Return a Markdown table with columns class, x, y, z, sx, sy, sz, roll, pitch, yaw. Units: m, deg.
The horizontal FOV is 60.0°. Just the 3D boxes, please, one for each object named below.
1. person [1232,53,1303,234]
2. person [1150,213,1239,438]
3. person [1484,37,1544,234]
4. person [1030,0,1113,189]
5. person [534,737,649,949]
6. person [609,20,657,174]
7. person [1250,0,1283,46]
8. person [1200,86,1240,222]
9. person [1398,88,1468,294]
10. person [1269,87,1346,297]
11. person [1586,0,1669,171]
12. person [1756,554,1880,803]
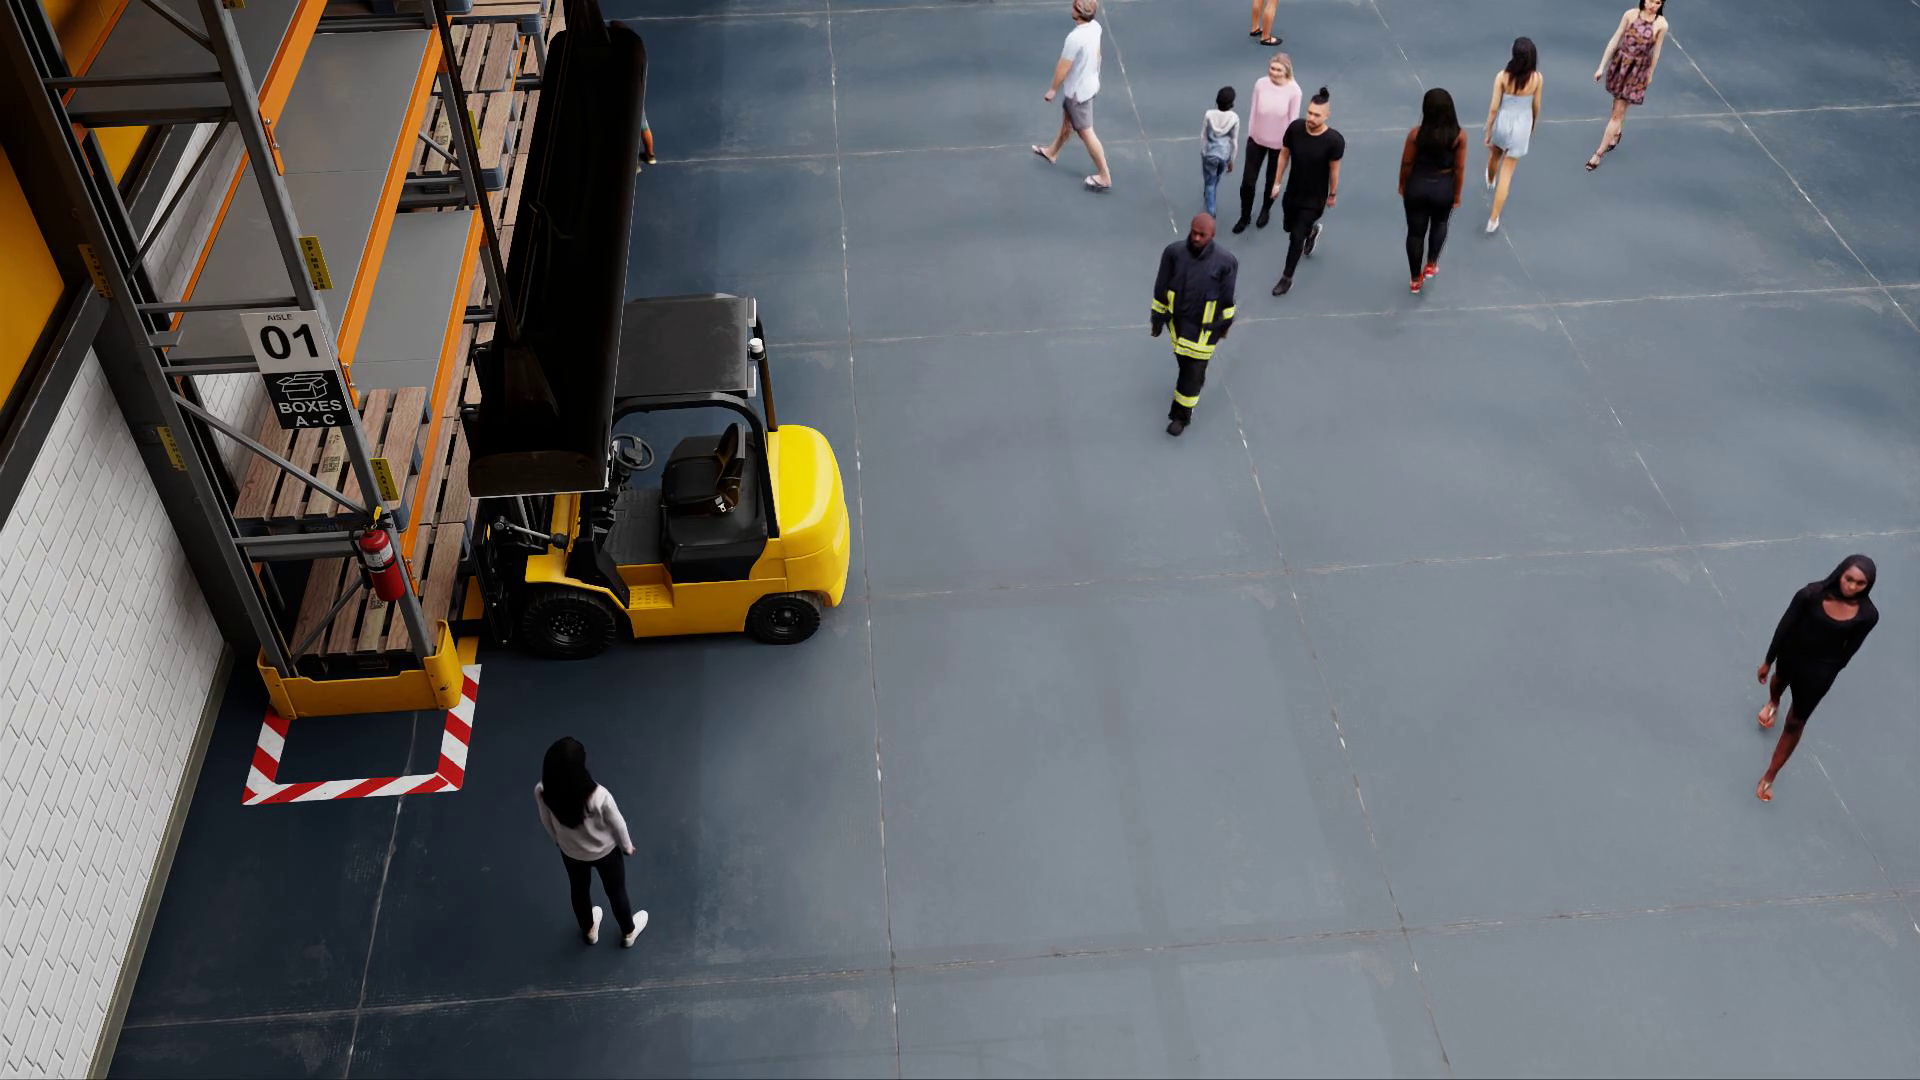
| class | x | y | z | sx | sy | sz | roll | pitch | yaw |
| --- | --- | --- | --- | --- | --- | --- | --- | --- | --- |
| person | 2.763 | -3.533 | 14.620 | 0.771 | 1.673 | 0.856 | 16 | 46 | 16 |
| person | 1.810 | -1.755 | 12.669 | 1.093 | 1.789 | 1.216 | 21 | 48 | 21 |
| person | 4.819 | -3.516 | 14.607 | 0.907 | 1.667 | 1.267 | 12 | 45 | 12 |
| person | 1.164 | -4.017 | 15.050 | 1.129 | 1.782 | 1.193 | 21 | 47 | 21 |
| person | -2.042 | 1.678 | 9.130 | 0.664 | 1.701 | 0.629 | 6 | 44 | 6 |
| person | -3.066 | -4.104 | 15.373 | 0.658 | 1.461 | 0.586 | 27 | 50 | 25 |
| person | 3.243 | -5.966 | 17.173 | 0.697 | 1.674 | 0.580 | -14 | 45 | -15 |
| person | 2.274 | -3.394 | 14.800 | 0.501 | 1.224 | 0.883 | 0 | 44 | 0 |
| person | 3.881 | -2.841 | 13.815 | 0.819 | 1.781 | 0.836 | 14 | 45 | 14 |
| person | 2.930 | -2.969 | 13.905 | 1.104 | 1.844 | 1.183 | 29 | 51 | 27 |
| person | 6.237 | -4.346 | 15.426 | 1.027 | 1.739 | 1.079 | 33 | 53 | 30 |
| person | 5.182 | 0.694 | 10.189 | 1.104 | 1.665 | 1.255 | 24 | 48 | 23 |
